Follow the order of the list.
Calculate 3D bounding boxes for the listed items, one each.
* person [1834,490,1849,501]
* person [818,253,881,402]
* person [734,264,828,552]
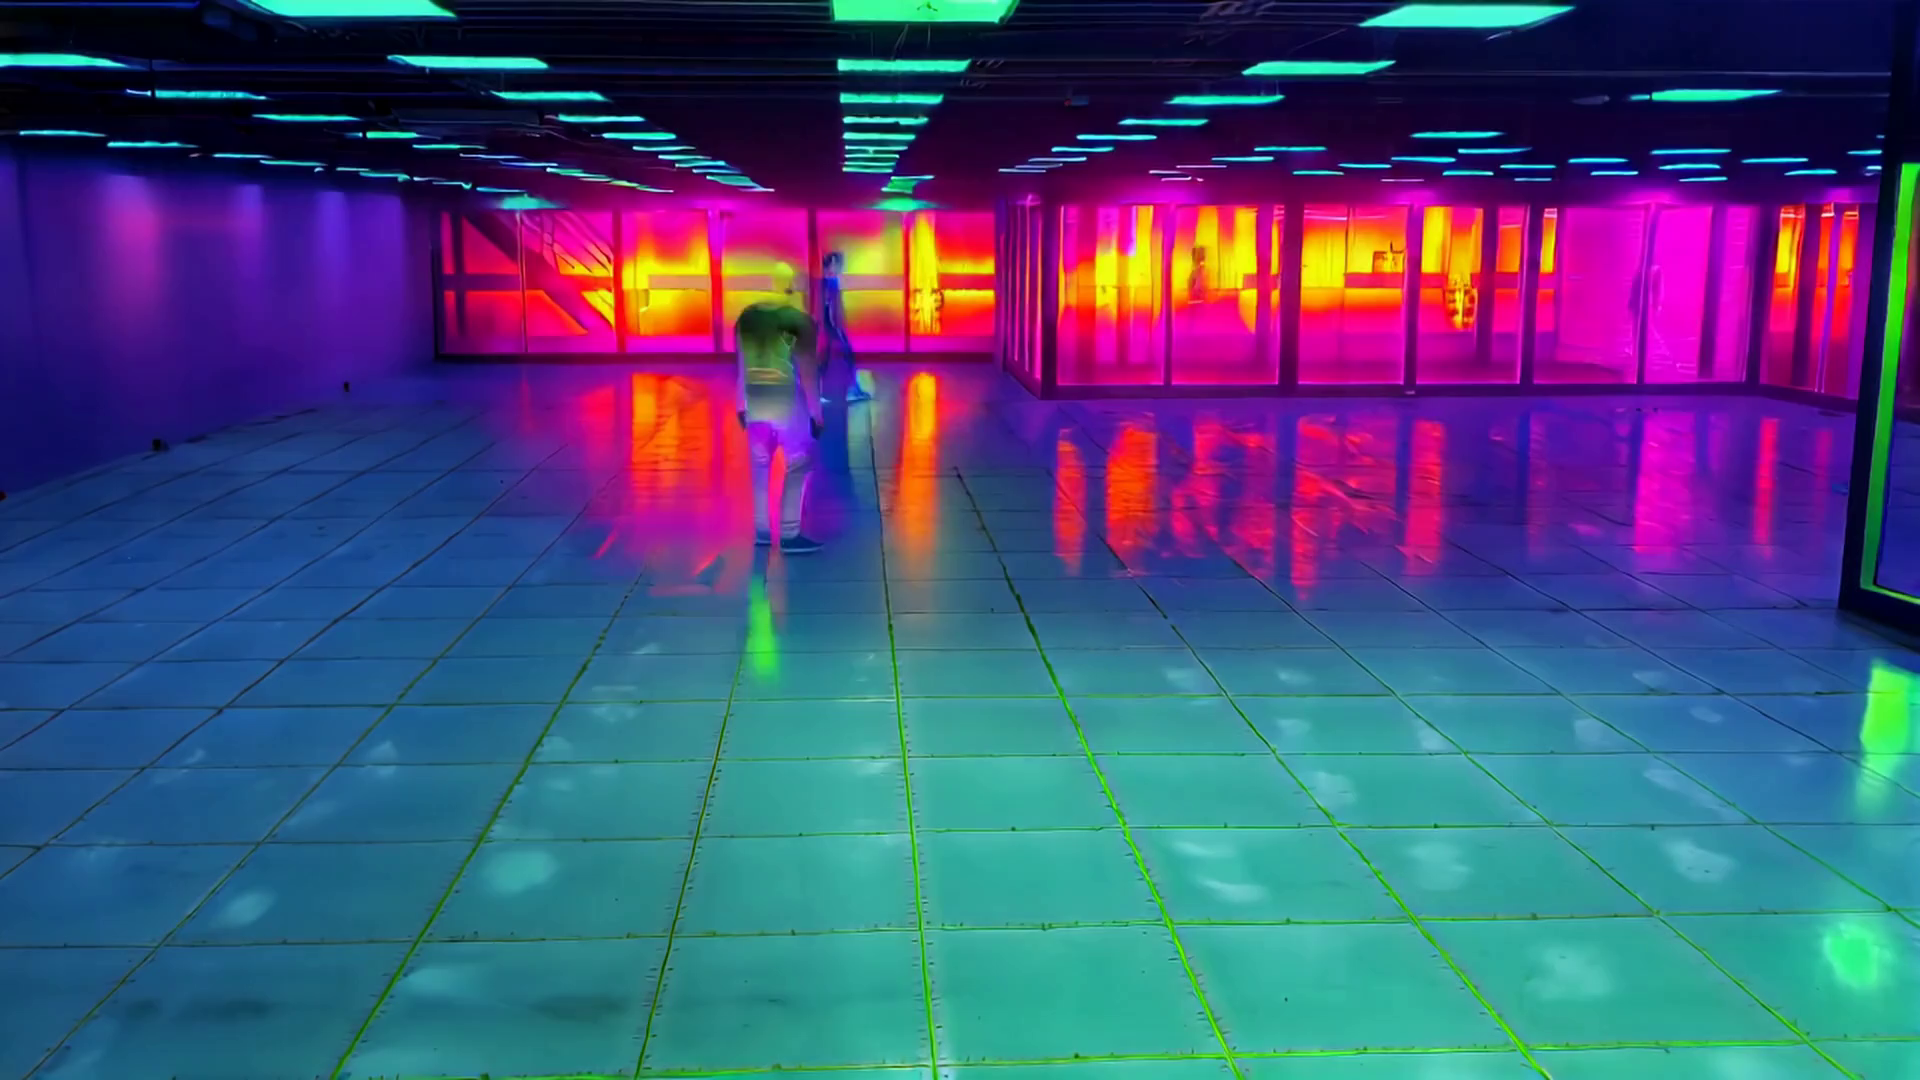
[{"bbox_3d":[7.095,-1.001,12.420,0.842,1.579,0.519,2,11,10],"label":"person"},{"bbox_3d":[-1.482,-2.578,20.329,0.971,1.819,0.554,4,11,20],"label":"person"},{"bbox_3d":[-1.164,-0.864,10.953,0.737,1.874,0.424,7,12,32],"label":"person"}]
